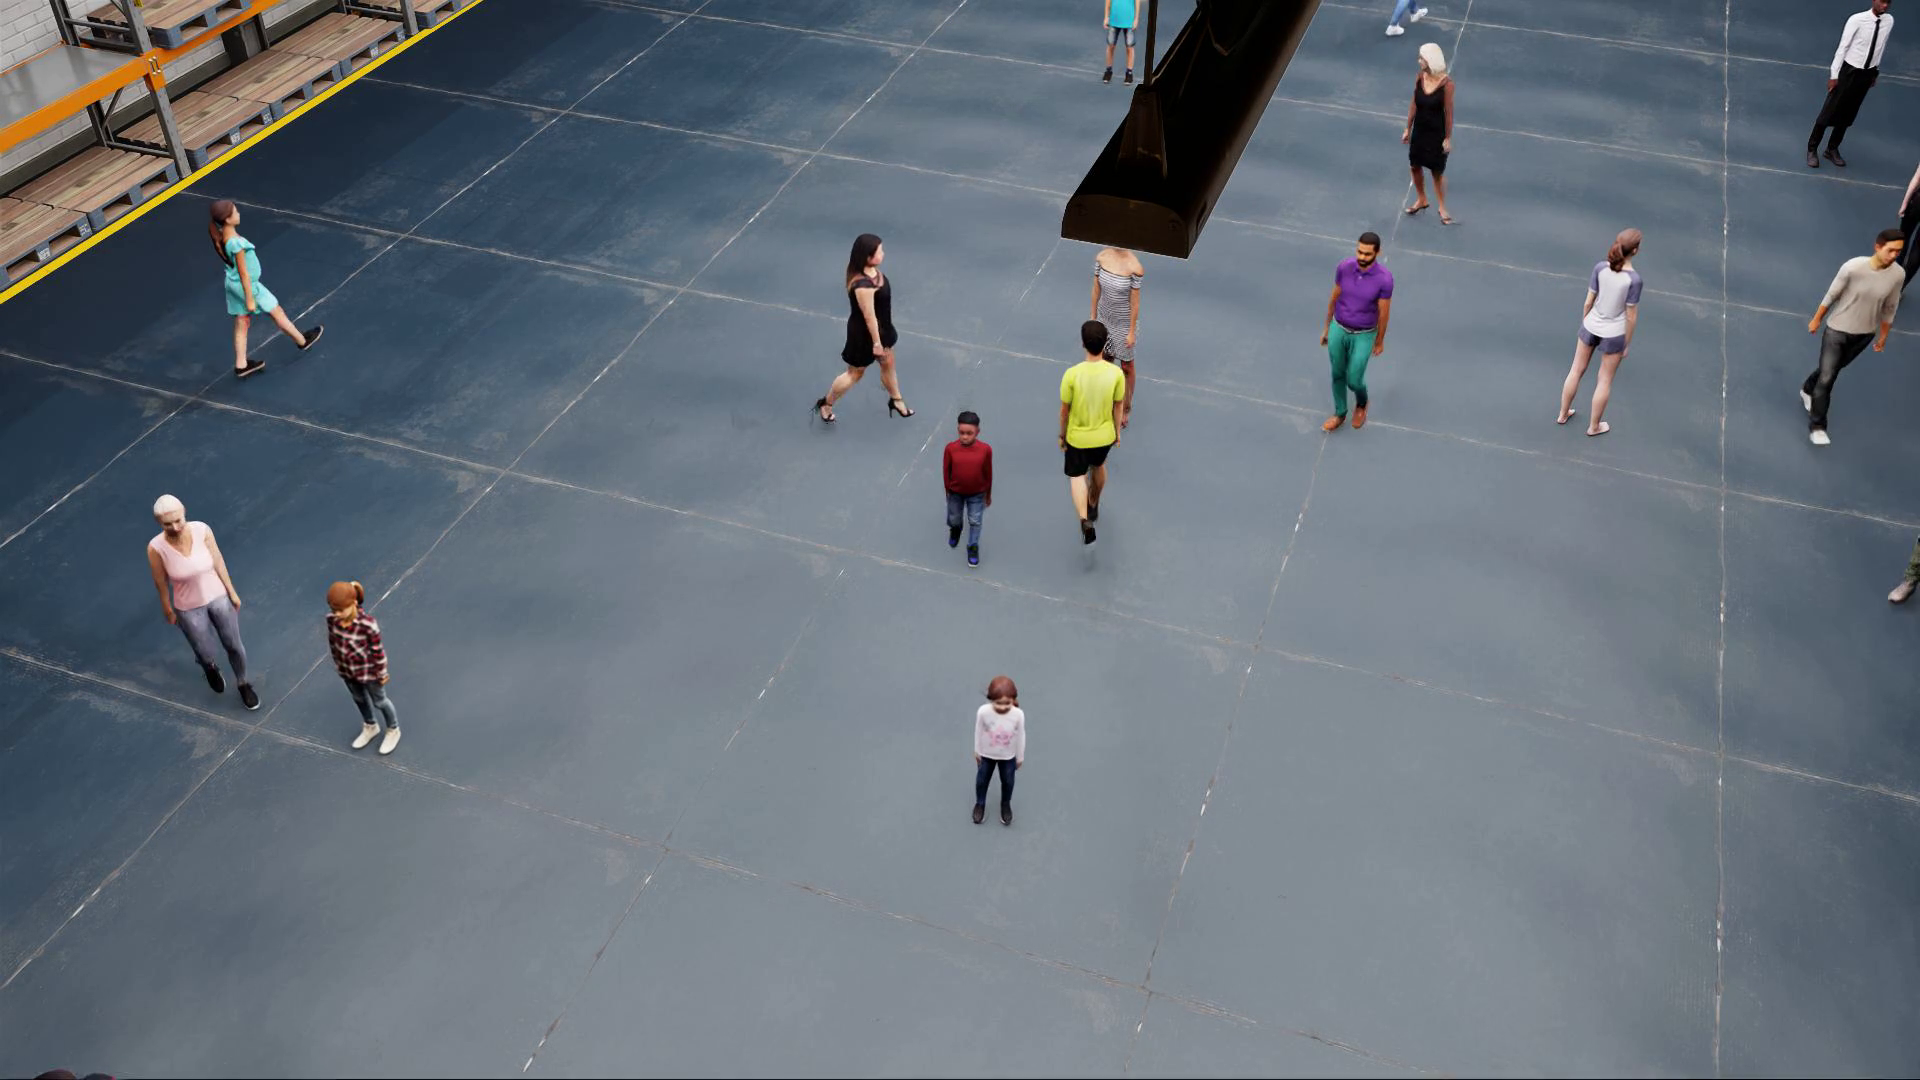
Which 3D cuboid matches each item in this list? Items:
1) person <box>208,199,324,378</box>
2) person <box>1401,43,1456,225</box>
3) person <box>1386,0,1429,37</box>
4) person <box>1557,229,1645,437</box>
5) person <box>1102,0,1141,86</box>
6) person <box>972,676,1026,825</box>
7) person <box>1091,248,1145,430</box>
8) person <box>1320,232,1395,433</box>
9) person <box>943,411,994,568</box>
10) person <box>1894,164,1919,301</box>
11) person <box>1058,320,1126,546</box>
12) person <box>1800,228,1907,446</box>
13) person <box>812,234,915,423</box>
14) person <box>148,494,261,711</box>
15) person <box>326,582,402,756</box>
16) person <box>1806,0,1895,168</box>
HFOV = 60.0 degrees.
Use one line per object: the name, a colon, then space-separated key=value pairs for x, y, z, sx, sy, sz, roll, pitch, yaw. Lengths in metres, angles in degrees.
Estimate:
person: x=-5.938 y=-2.039 z=13.674 sx=0.813 sy=1.517 sz=1.100 roll=29 pitch=47 yaw=32
person: x=4.508 y=-3.835 z=15.774 sx=0.855 sy=1.704 sz=0.799 roll=27 pitch=46 yaw=30
person: x=5.237 y=-6.703 z=19.444 sx=1.132 sy=1.605 sz=1.015 roll=-23 pitch=44 yaw=-26
person: x=5.019 y=-1.625 z=12.955 sx=0.662 sy=1.768 sz=0.689 roll=31 pitch=48 yaw=33
person: x=1.800 y=-5.793 z=18.430 sx=0.544 sy=1.448 sz=0.509 roll=9 pitch=40 yaw=12
person: x=0.229 y=1.229 z=9.906 sx=0.508 sy=1.112 sz=0.538 roll=3 pitch=39 yaw=4
person: x=1.245 y=-1.685 z=12.991 sx=0.638 sy=1.817 sz=0.618 roll=25 pitch=45 yaw=28
person: x=3.116 y=-1.653 z=13.000 sx=0.727 sy=1.755 sz=0.774 roll=25 pitch=45 yaw=28
person: x=0.059 y=-0.408 z=11.848 sx=0.584 sy=1.247 sz=0.653 roll=1 pitch=39 yaw=2
person: x=8.453 y=-2.845 z=14.514 sx=0.645 sy=1.729 sz=0.757 roll=16 pitch=41 yaw=19
person: x=0.954 y=-0.728 z=11.900 sx=0.880 sy=1.681 sz=1.059 roll=-3 pitch=39 yaw=-4
person: x=6.945 y=-1.685 z=13.034 sx=0.860 sy=1.762 sz=1.219 roll=5 pitch=39 yaw=6
person: x=-0.809 y=-1.589 z=12.982 sx=1.016 sy=1.677 sz=1.107 roll=-3 pitch=39 yaw=-4
person: x=-4.821 y=0.346 z=10.535 sx=0.779 sy=1.708 sz=0.816 roll=-29 pitch=47 yaw=-31
person: x=-3.715 y=0.763 z=10.336 sx=0.516 sy=1.305 sz=0.514 roll=13 pitch=40 yaw=16
person: x=8.979 y=-4.662 z=16.705 sx=0.718 sy=1.834 sz=0.689 roll=-4 pitch=39 yaw=-4
